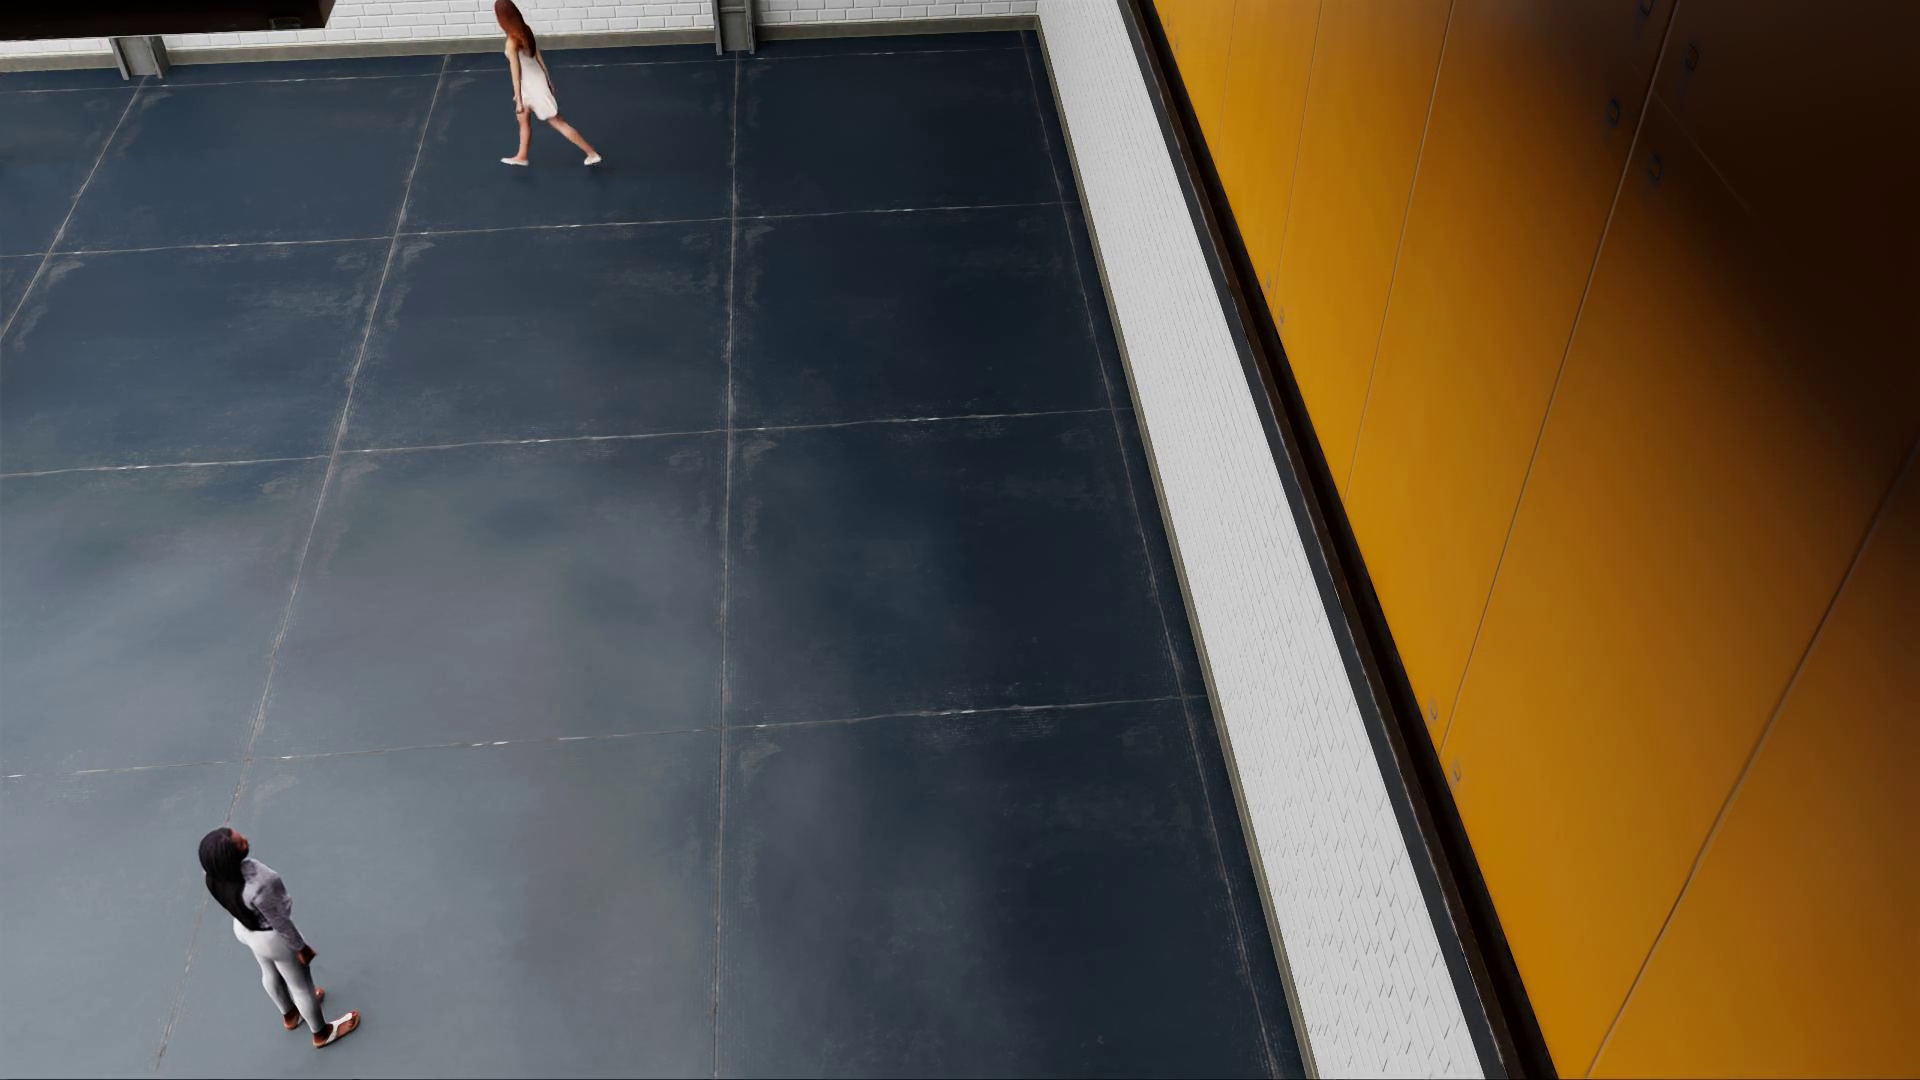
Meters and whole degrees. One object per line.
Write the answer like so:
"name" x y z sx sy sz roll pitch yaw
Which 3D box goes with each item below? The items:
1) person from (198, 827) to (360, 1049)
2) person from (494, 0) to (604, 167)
"person" -3.563 2.040 8.592 0.648 1.724 0.731 25 49 24
"person" -3.748 -4.063 15.055 1.264 1.646 0.746 6 44 6
